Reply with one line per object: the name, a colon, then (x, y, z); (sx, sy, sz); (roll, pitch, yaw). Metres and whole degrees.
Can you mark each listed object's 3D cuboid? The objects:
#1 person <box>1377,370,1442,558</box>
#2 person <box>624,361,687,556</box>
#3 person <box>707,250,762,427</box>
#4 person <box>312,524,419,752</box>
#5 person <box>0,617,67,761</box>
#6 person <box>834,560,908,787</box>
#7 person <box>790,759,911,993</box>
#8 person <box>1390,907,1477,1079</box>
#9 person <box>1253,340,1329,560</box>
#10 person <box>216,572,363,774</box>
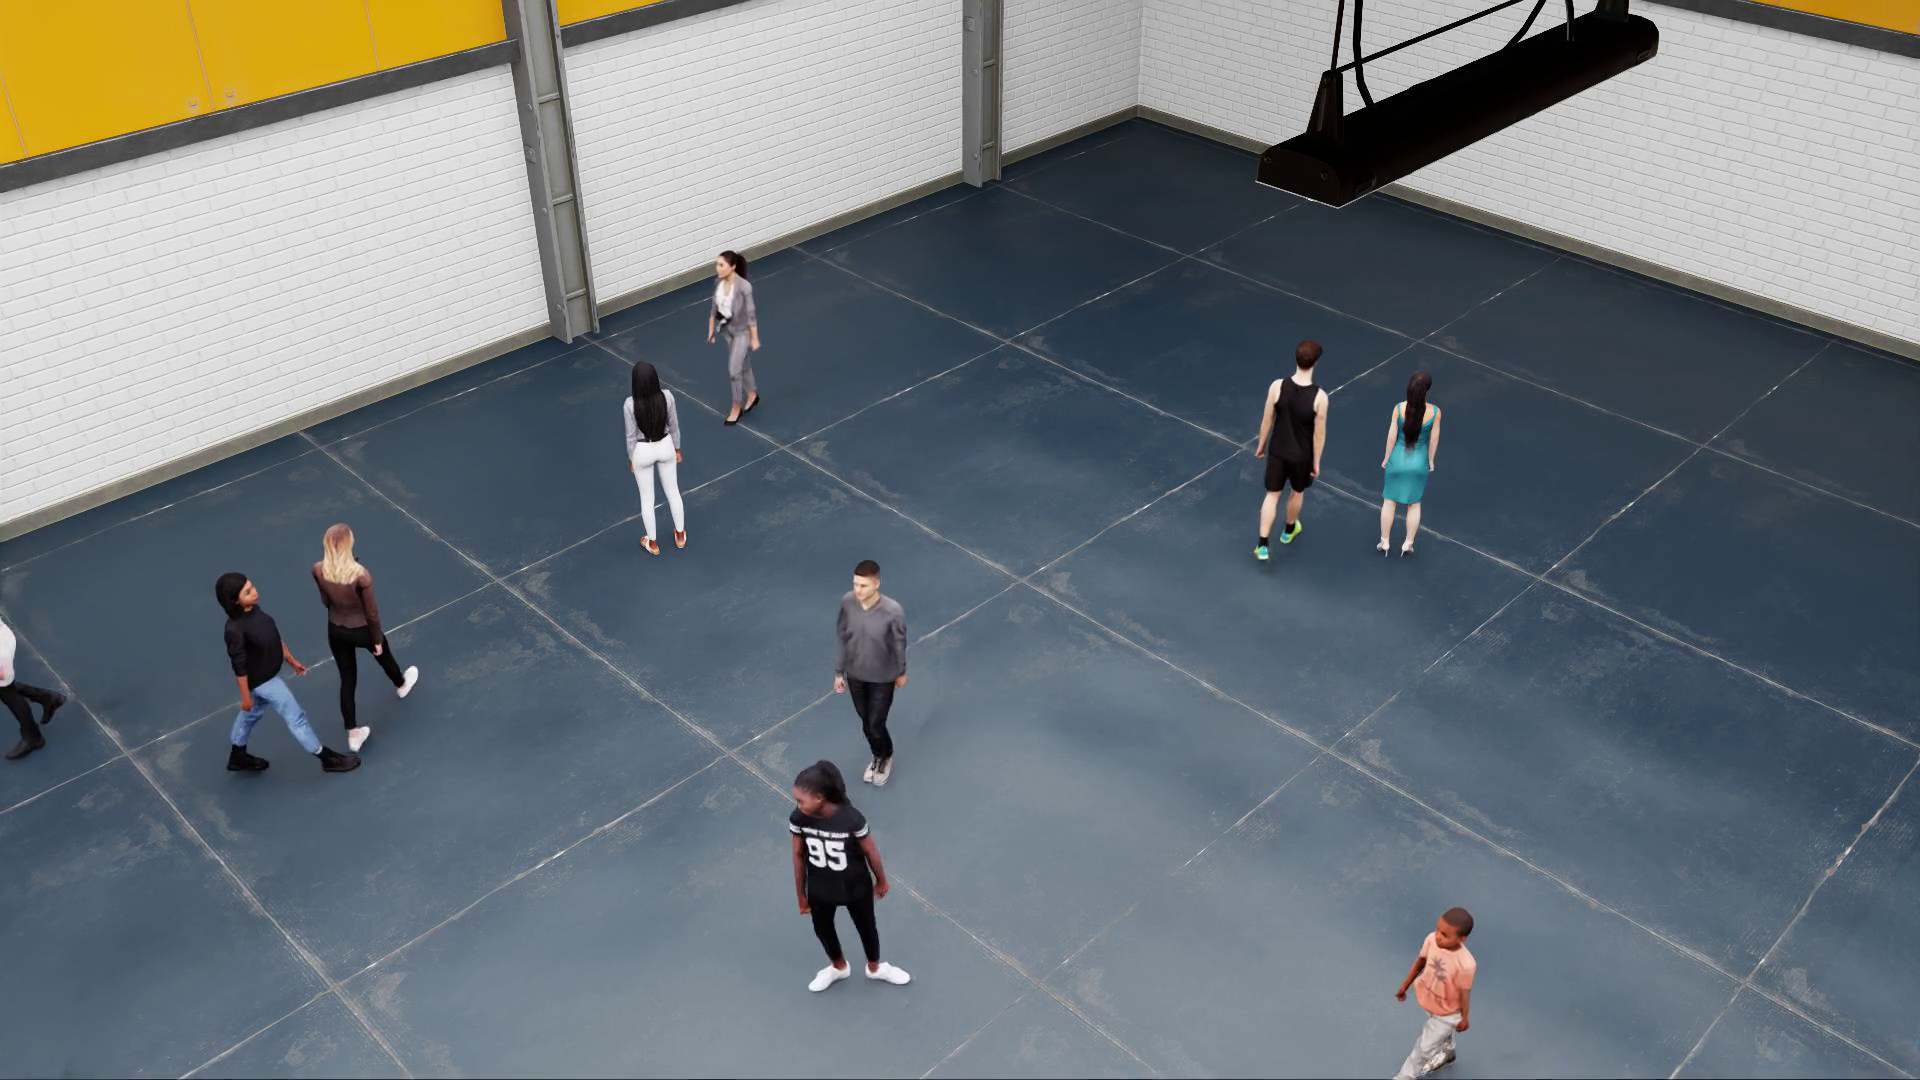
person: (3.594, -0.609, 13.357); (0.624, 1.686, 0.641); (6, 34, 10)
person: (-2.469, -0.678, 13.426); (0.573, 1.725, 0.722); (-15, 36, -21)
person: (-1.987, -1.911, 15.342); (0.658, 1.657, 0.768); (27, 42, 34)
person: (-4.200, 0.698, 11.419); (1.026, 1.654, 1.170); (5, 34, 7)
person: (-6.486, 0.687, 11.310); (0.650, 1.793, 0.743); (25, 41, 33)
person: (-0.558, 0.846, 11.111); (0.712, 1.749, 0.723); (14, 36, 20)
person: (-0.628, 1.937, 9.485); (0.837, 1.731, 0.834); (-2, 34, -2)
person: (2.670, 2.483, 9.068); (0.926, 1.283, 0.692); (-15, 37, -22)
person: (2.612, -0.674, 13.290); (0.912, 1.868, 1.089); (13, 36, 18)
person: (-4.733, 0.938, 11.063); (1.173, 1.649, 0.983); (-6, 34, -9)
